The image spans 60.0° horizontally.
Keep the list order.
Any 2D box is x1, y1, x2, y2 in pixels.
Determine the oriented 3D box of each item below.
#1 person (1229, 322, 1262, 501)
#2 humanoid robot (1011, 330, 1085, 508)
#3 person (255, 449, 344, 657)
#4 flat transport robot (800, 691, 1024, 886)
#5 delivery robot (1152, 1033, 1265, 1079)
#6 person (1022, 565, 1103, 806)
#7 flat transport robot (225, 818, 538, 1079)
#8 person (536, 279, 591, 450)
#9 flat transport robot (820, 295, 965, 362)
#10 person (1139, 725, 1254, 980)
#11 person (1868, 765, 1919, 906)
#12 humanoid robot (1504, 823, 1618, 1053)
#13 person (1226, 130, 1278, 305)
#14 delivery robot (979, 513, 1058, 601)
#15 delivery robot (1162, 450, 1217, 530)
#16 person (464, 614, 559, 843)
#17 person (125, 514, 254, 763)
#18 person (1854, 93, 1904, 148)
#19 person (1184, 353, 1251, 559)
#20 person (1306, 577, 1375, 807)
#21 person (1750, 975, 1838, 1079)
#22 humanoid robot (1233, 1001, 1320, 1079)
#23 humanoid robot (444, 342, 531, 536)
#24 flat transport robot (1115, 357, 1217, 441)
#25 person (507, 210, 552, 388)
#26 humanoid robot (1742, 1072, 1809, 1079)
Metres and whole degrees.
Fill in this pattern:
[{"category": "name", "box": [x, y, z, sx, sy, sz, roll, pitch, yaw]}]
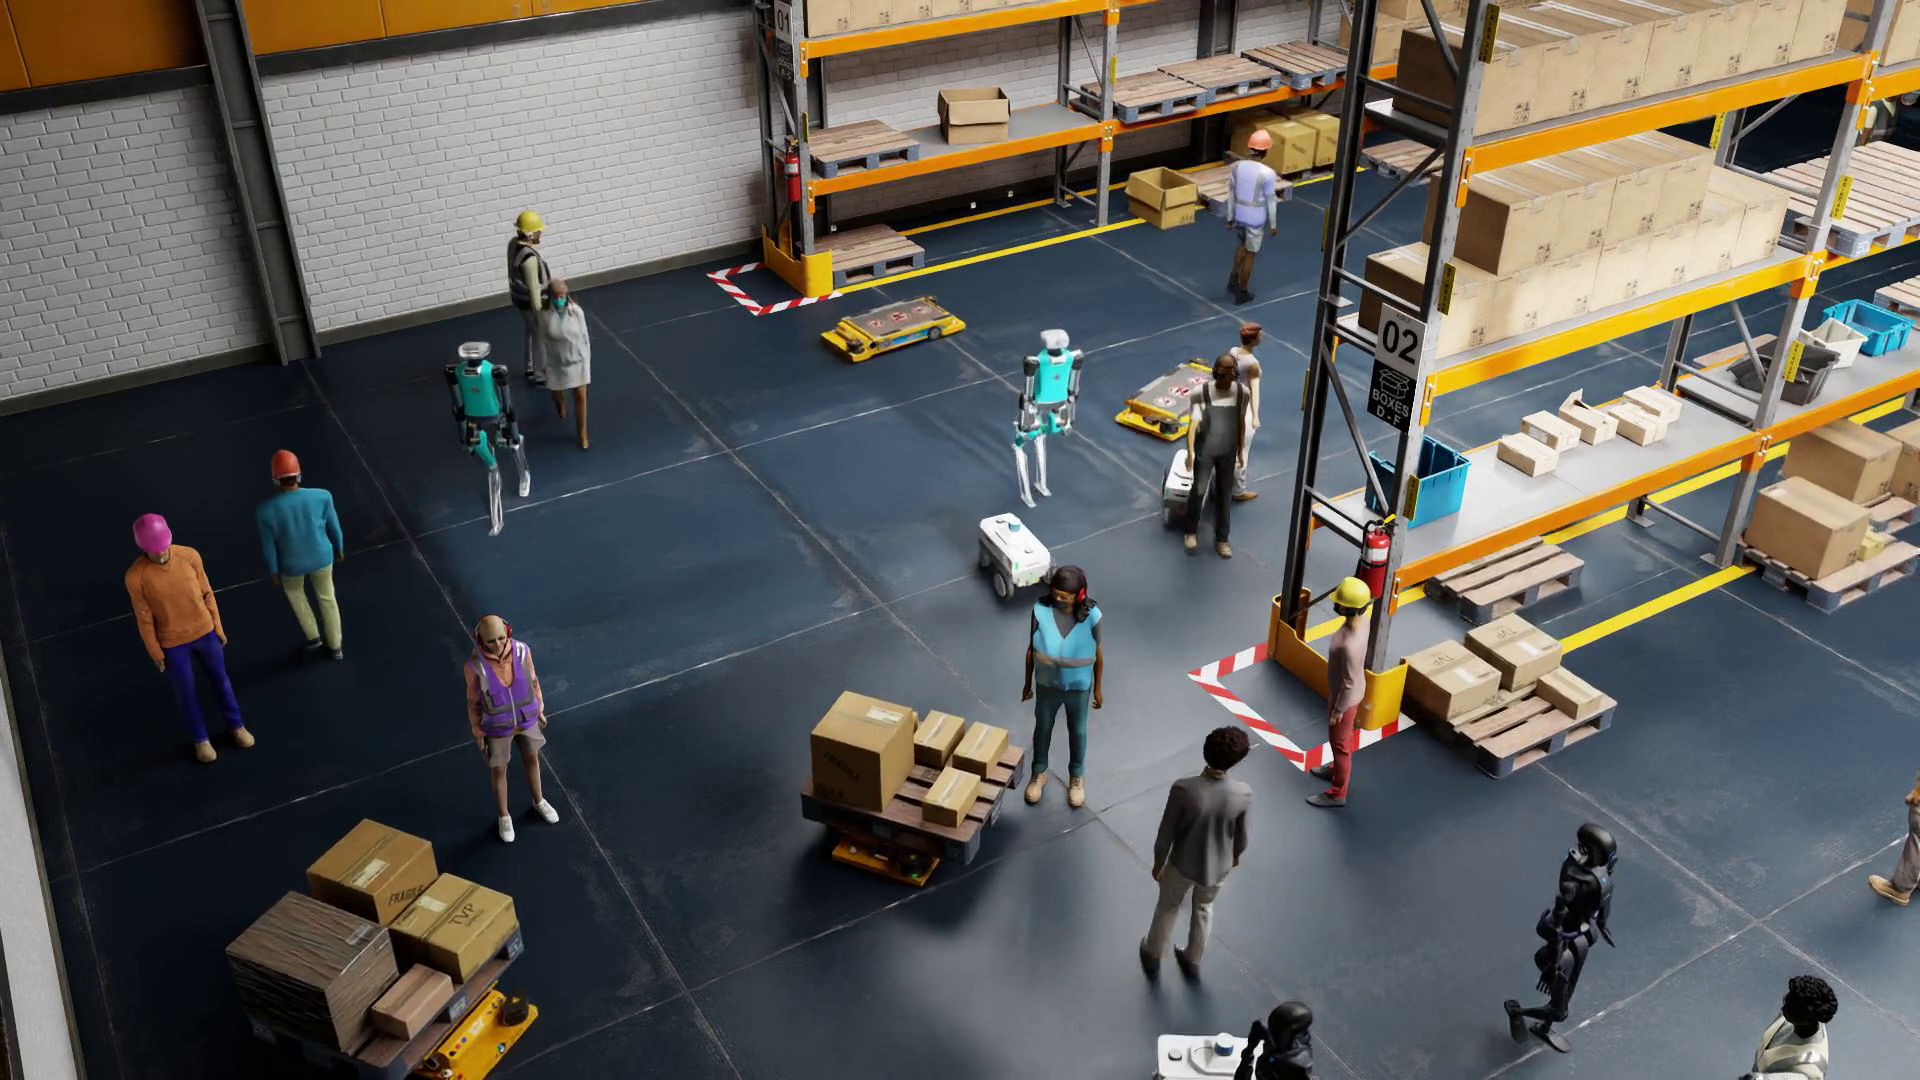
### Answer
[{"category": "person", "box": [2.462, -1.140, 14.588, 0.283, 1.660, 0.443, -16, 35, -23]}, {"category": "humanoid robot", "box": [0.695, -1.105, 14.464, 0.539, 1.756, 0.811, -10, 33, -15]}, {"category": "person", "box": [-4.927, 0.111, 12.522, 0.586, 1.732, 0.424, -17, 36, -25]}, {"category": "flat transport robot", "box": [-0.264, 1.751, 11.292, 0.659, 0.231, 1.431, 13, 34, 20]}, {"category": "delivery robot", "box": [1.447, 2.948, 9.116, 0.791, 0.598, 0.499, 2, 32, 3]}, {"category": "person", "box": [0.689, 0.953, 11.059, 0.532, 1.865, 0.375, 5, 32, 8]}, {"category": "flat transport robot", "box": [-3.260, 2.729, 9.732, 1.431, 0.231, 0.659, 14, 35, 21]}, {"category": "person", "box": [-3.684, -1.693, 15.498, 0.486, 1.639, 0.637, -8, 33, -12]}, {"category": "flat transport robot", "box": [-0.709, -2.257, 17.683, 1.431, 0.231, 0.659, -21, 38, -29]}, {"category": "person", "box": [1.390, 1.812, 9.687, 0.557, 1.878, 0.599, 0, 32, 0]}, {"category": "person", "box": [6.057, 1.502, 10.270, 0.470, 1.774, 0.323, -13, 34, -19]}, {"category": "humanoid robot", "box": [3.383, 2.197, 9.255, 0.590, 1.652, 0.416, -25, 40, -34]}, {"category": "person", "box": [3.185, -3.510, 18.134, 0.478, 1.922, 0.564, -26, 40, -35]}, {"category": "delivery robot", "box": [0.453, 0.117, 13.646, 0.499, 0.614, 0.815, -14, 35, -21]}, {"category": "delivery robot", "box": [2.006, -0.489, 14.589, 0.499, 0.589, 0.784, 8, 33, 13]}, {"category": "person", "box": [-2.936, 1.196, 10.834, 0.492, 1.693, 0.349, -20, 37, -29]}, {"category": "person", "box": [-5.333, 0.658, 11.438, 0.517, 1.973, 0.400, -26, 40, -35]}, {"category": "person", "box": [11.029, -4.727, 20.149, 0.561, 1.836, 0.379, -21, 38, -29]}, {"category": "person", "box": [2.112, -0.711, 13.750, 0.518, 1.841, 0.457, -4, 32, -7]}, {"category": "person", "box": [2.527, 1.006, 11.070, 0.322, 1.767, 0.532, 9, 33, 14]}, {"category": "person", "box": [4.063, 2.804, 8.274, 0.319, 1.693, 0.531, 10, 34, 16]}, {"category": "humanoid robot", "box": [1.533, 2.876, 8.162, 0.345, 1.649, 0.609, -17, 36, -25]}, {"category": "humanoid robot", "box": [-3.987, -1.003, 14.346, 0.531, 1.784, 1.020, 1, 32, 2]}, {"category": "flat transport robot", "box": [2.196, -1.391, 16.302, 0.659, 0.231, 1.431, 23, 39, 32]}, {"category": "person", "box": [-4.215, -2.386, 16.450, 0.432, 1.809, 0.602, -15, 35, -22]}, {"category": "humanoid robot", "box": [3.425, 3.157, 7.697, 0.665, 1.824, 0.540, -4, 32, -6]}]
